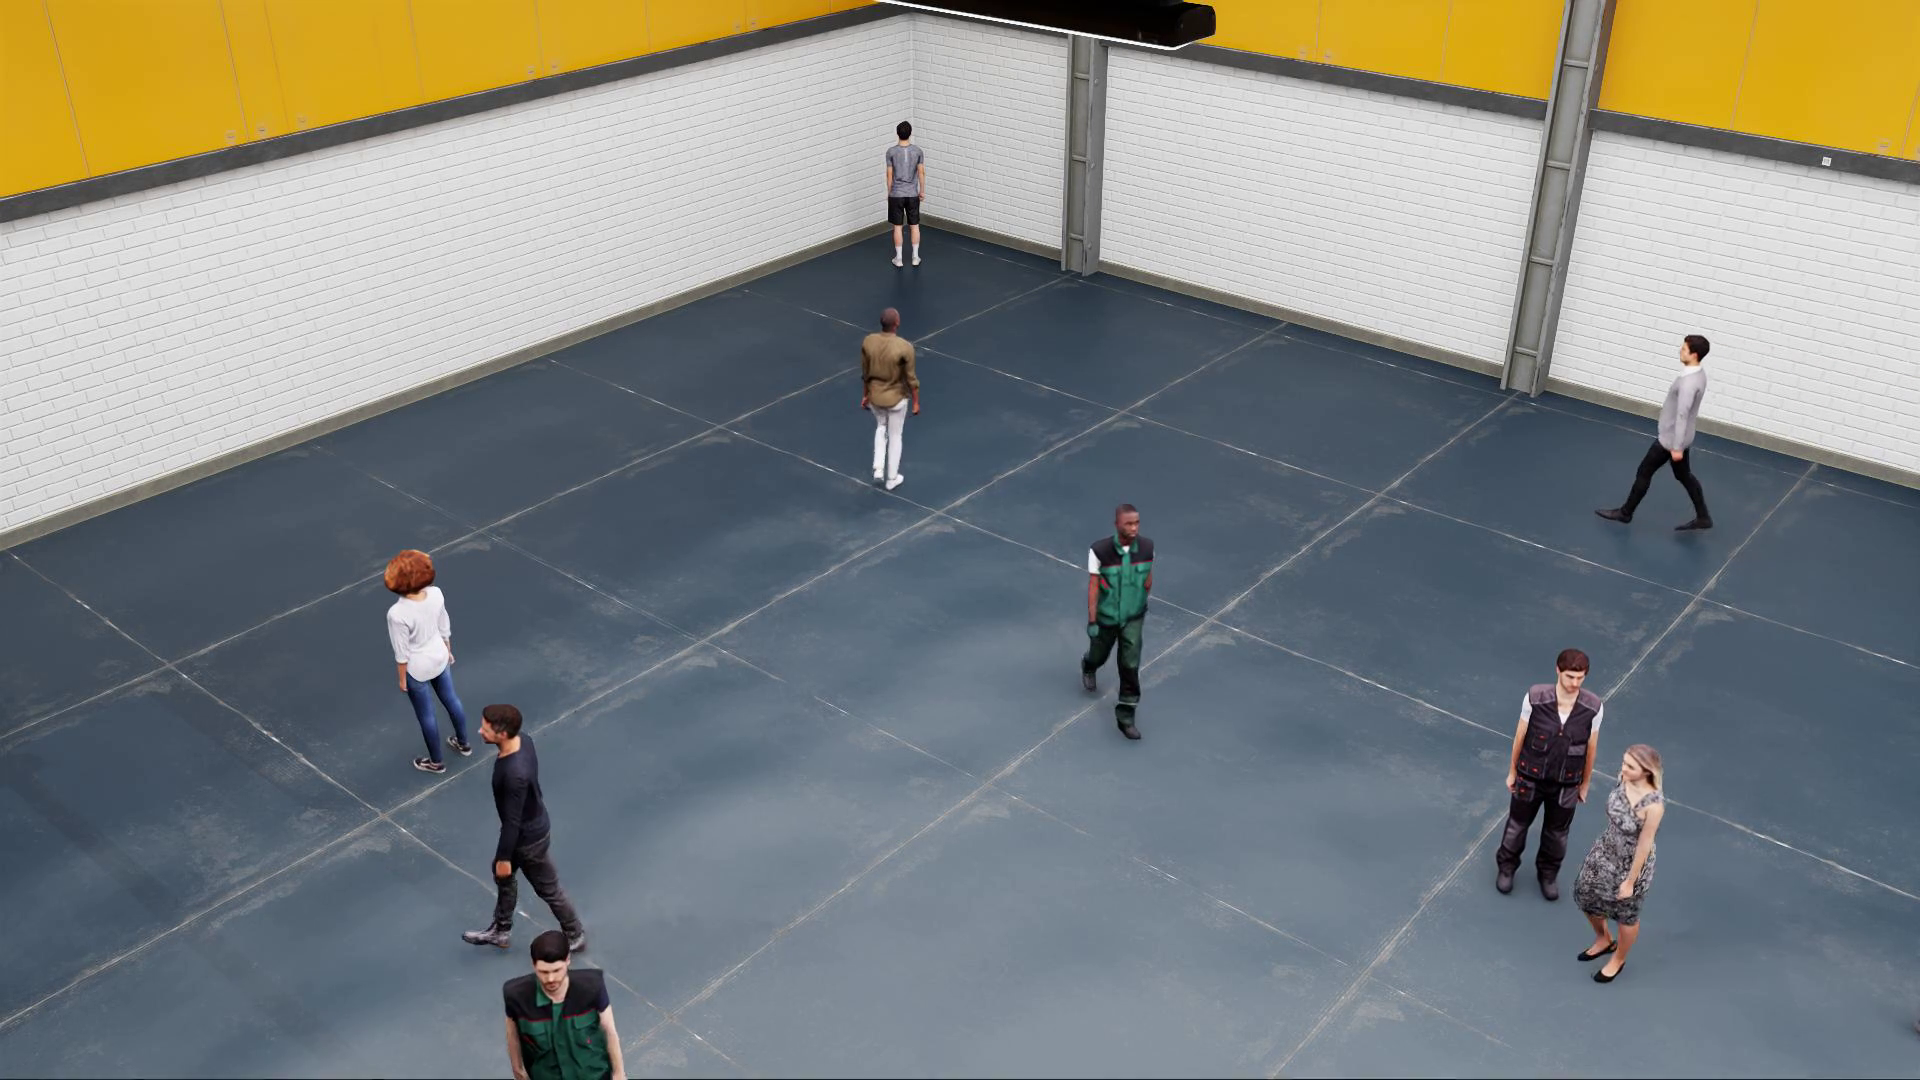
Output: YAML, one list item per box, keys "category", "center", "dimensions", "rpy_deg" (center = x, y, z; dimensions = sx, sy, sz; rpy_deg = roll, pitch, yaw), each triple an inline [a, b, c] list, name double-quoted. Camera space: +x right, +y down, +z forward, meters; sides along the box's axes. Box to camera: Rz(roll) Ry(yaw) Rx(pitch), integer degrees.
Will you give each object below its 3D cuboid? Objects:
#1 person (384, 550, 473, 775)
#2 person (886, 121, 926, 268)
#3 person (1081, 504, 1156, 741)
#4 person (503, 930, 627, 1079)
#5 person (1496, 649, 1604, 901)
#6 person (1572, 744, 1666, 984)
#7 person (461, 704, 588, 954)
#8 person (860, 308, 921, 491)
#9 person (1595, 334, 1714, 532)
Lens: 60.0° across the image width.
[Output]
- category: "person"
  center: [-3.781, 0.854, 11.781]
  dimensions: [0.612, 1.711, 0.664]
  rpy_deg: [18, 33, 29]
- category: "person"
  center: [-0.706, -4.433, 21.307]
  dimensions: [0.735, 1.871, 0.777]
  rpy_deg: [-4, 29, -8]
- category: "person"
  center: [1.123, 0.531, 12.271]
  dimensions: [1.115, 1.809, 1.245]
  rpy_deg: [-6, 29, -11]
- category: "person"
  center: [-1.963, 2.620, 8.364]
  dimensions: [0.833, 1.883, 0.866]
  rpy_deg: [-9, 30, -16]
- category: "person"
  center: [3.722, 1.472, 10.510]
  dimensions: [0.681, 1.843, 0.802]
  rpy_deg: [8, 30, 13]
- category: "person"
  center: [4.026, 1.904, 9.879]
  dimensions: [0.768, 1.689, 0.694]
  rpy_deg: [-10, 30, -18]
- category: "person"
  center: [-2.500, 1.759, 9.986]
  dimensions: [1.061, 1.840, 1.050]
  rpy_deg: [-6, 29, -11]
- category: "person"
  center: [-0.705, -1.283, 15.599]
  dimensions: [0.719, 1.806, 0.879]
  rpy_deg: [11, 31, 20]
- category: "person"
  center: [6.473, -0.902, 14.812]
  dimensions: [1.272, 1.892, 0.839]
  rpy_deg: [17, 33, 28]
